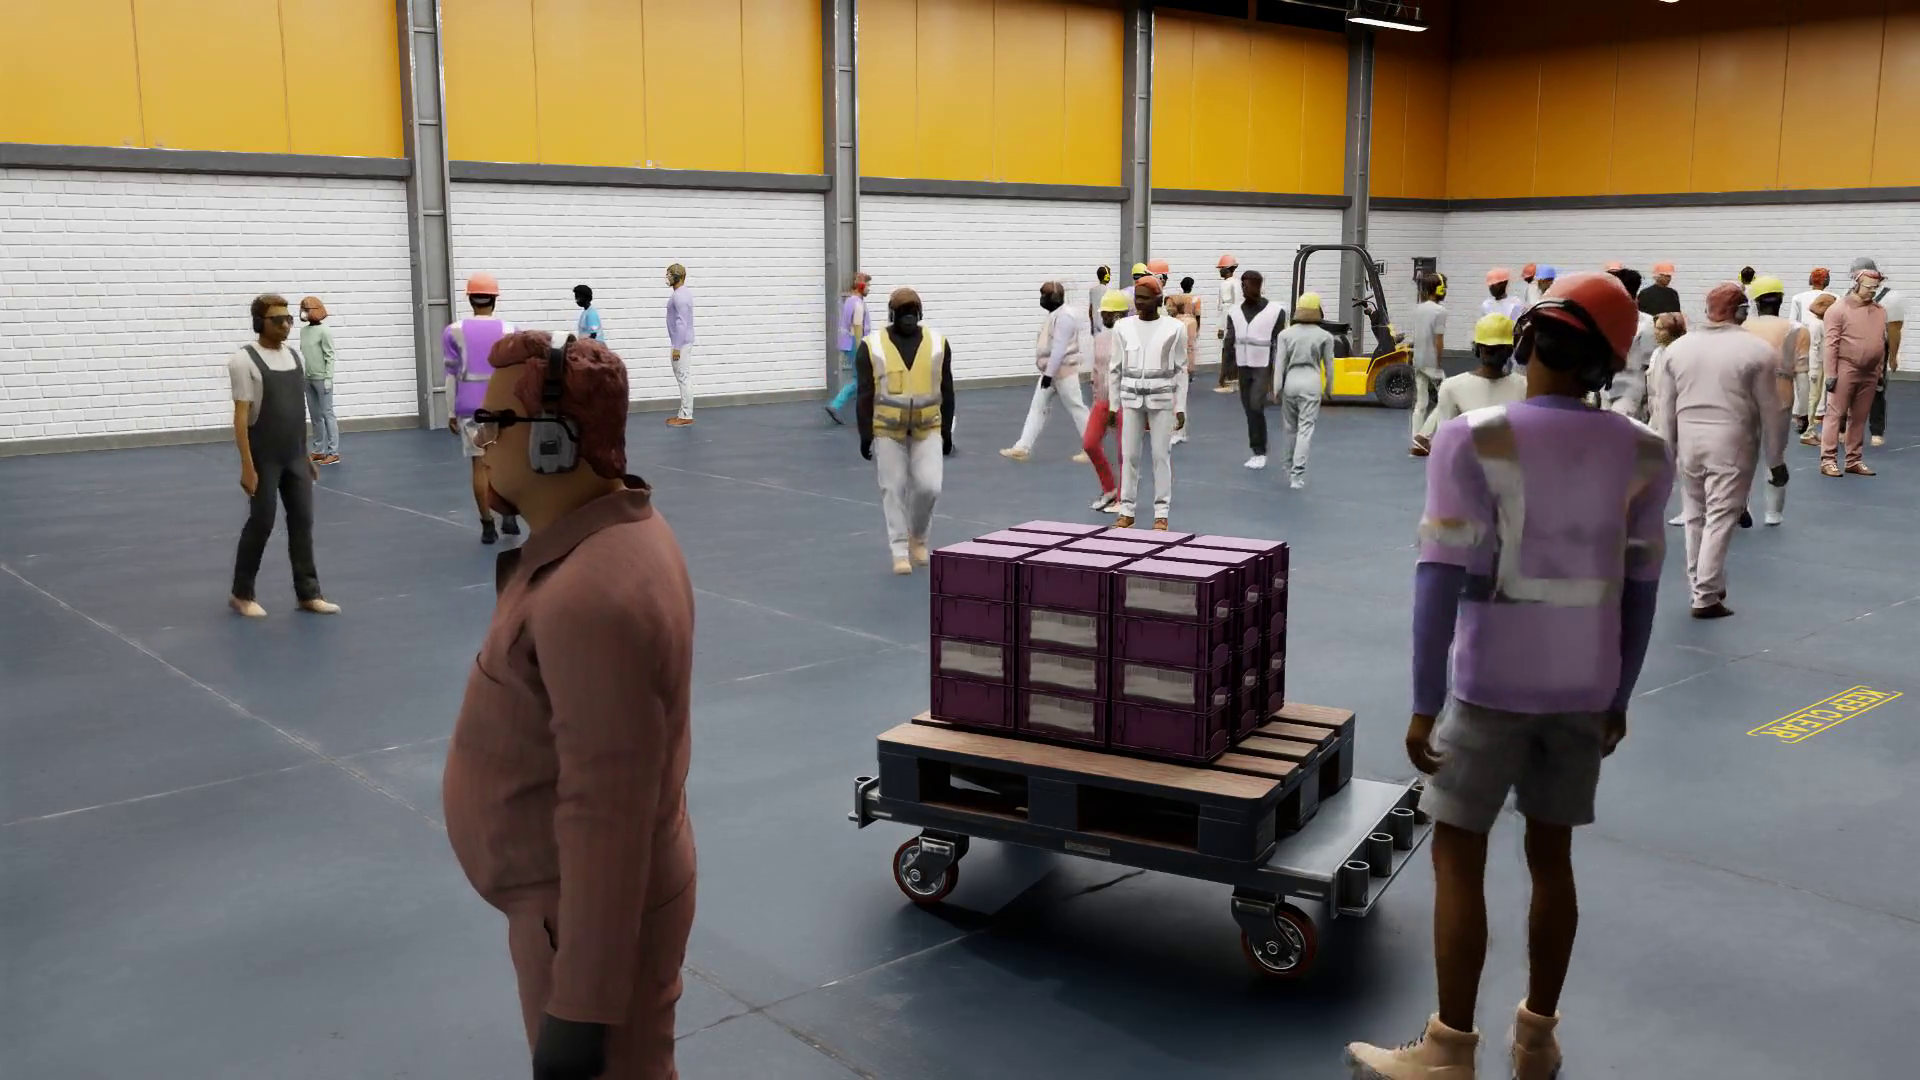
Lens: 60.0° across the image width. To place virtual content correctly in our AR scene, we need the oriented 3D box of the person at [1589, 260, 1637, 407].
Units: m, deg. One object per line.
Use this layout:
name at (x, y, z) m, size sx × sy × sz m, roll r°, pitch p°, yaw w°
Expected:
person at (8.493, -2.651, 21.690) m, size 0.655 × 1.968 × 0.489 m, roll 5°, pitch 11°, yaw 29°

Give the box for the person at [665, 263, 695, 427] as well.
person at (-3.336, -2.313, 19.780) m, size 0.372 × 1.940 × 0.632 m, roll -1°, pitch 10°, yaw -8°

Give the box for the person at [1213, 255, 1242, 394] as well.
person at (3.926, -3.173, 24.508) m, size 0.392 × 2.041 × 0.614 m, roll 5°, pitch 11°, yaw 28°

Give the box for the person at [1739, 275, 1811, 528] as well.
person at (5.968, -1.020, 12.354) m, size 0.609 × 1.890 × 0.768 m, roll 7°, pitch 12°, yaw 34°

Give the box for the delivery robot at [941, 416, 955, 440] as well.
delivery robot at (-0.412, -1.143, 16.701) m, size 0.707 × 0.478 × 0.477 m, roll -5°, pitch 11°, yaw -25°

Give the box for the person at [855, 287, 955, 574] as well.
person at (-0.346, -0.688, 10.594) m, size 0.648 × 1.826 × 0.448 m, roll -2°, pitch 10°, yaw -10°

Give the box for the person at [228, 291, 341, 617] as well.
person at (-3.839, -0.466, 9.326) m, size 0.506 × 1.855 × 0.529 m, roll 4°, pitch 11°, yaw 24°

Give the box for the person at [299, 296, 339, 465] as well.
person at (-6.276, -1.552, 16.220) m, size 0.500 × 1.633 × 0.280 m, roll 7°, pitch 12°, yaw 35°

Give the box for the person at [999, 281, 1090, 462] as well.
person at (0.937, -1.636, 16.309) m, size 1.011 × 1.784 × 0.619 m, roll -3°, pitch 10°, yaw -15°

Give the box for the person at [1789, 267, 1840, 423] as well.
person at (10.380, -2.362, 20.232) m, size 0.349 × 1.882 × 0.577 m, roll -9°, pitch 13°, yaw -43°

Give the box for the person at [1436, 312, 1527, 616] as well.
person at (2.726, -0.319, 8.682) m, size 0.531 × 1.748 × 0.603 m, roll 1°, pitch 10°, yaw 5°

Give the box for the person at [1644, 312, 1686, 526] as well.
person at (5.176, -0.892, 12.404) m, size 0.883 × 1.591 × 0.524 m, roll -1°, pitch 10°, yaw -5°

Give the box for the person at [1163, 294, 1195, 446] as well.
person at (2.261, -1.820, 17.844) m, size 0.552 × 1.621 × 0.525 m, roll -6°, pitch 11°, yaw -30°

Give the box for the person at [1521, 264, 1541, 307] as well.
person at (10.287, -4.021, 29.968) m, size 0.380 × 1.893 × 0.723 m, roll 4°, pitch 11°, yaw 24°

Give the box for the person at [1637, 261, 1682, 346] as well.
person at (9.256, -2.690, 21.922) m, size 0.621 × 1.949 × 0.906 m, roll -4°, pitch 10°, yaw -22°

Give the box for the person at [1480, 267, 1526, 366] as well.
person at (6.043, -2.073, 18.467) m, size 0.715 × 1.906 × 0.562 m, roll -8°, pitch 13°, yaw -40°

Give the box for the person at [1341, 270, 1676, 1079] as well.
person at (1.327, 0.359, 3.999) m, size 0.763 × 1.988 × 0.515 m, roll -2°, pitch 10°, yaw -11°

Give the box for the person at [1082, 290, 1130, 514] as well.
person at (1.193, -1.071, 13.031) m, size 0.408 × 1.748 × 0.550 m, roll -8°, pitch 13°, yaw -39°

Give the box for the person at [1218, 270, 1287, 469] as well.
person at (2.773, -1.616, 15.843) m, size 0.594 × 1.893 × 0.639 m, roll 8°, pitch 13°, yaw 40°

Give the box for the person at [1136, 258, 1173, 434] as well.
person at (2.223, -2.199, 18.947) m, size 0.381 × 1.994 × 0.619 m, roll -4°, pitch 11°, yaw -24°

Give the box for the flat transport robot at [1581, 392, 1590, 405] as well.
flat transport robot at (8.172, -1.980, 22.706) m, size 0.652 × 0.197 × 1.431 m, roll 2°, pitch 10°, yaw 14°

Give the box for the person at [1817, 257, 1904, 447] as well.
person at (9.613, -2.013, 17.728) m, size 0.670 × 2.000 × 0.769 m, roll -6°, pitch 11°, yaw -31°

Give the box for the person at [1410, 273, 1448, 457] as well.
person at (4.728, -1.745, 16.723) m, size 0.411 × 1.854 × 0.515 m, roll -4°, pitch 11°, yaw -23°

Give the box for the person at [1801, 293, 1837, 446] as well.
person at (9.206, -1.822, 17.820) m, size 0.309 × 1.625 × 0.503 m, roll 7°, pitch 12°, yaw 36°

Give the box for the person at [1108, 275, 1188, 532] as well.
person at (1.364, -0.978, 12.131) m, size 0.584 × 1.880 × 0.337 m, roll 3°, pitch 10°, yaw 20°

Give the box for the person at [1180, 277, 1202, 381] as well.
person at (3.643, -3.405, 26.914) m, size 0.538 × 1.690 × 0.320 m, roll 4°, pitch 11°, yaw 23°

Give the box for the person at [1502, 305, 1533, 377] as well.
person at (4.520, -1.045, 13.246) m, size 0.507 × 1.632 × 0.274 m, roll 6°, pitch 11°, yaw 31°

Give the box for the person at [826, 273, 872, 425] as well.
person at (-1.253, -2.234, 19.647) m, size 0.628 × 1.823 × 0.591 m, roll -2°, pitch 10°, yaw -14°

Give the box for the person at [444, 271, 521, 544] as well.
person at (-3.366, -0.940, 11.817) m, size 0.544 × 1.919 × 0.577 m, roll -3°, pitch 10°, yaw -16°

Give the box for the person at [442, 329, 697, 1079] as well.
person at (-0.624, 0.617, 2.715) m, size 0.403 × 1.911 × 0.637 m, roll -1°, pitch 10°, yaw -8°

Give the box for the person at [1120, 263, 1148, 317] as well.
person at (2.507, -2.917, 23.367) m, size 0.590 × 1.920 × 0.386 m, roll 0°, pitch 10°, yaw 0°

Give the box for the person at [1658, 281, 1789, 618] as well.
person at (4.325, -0.509, 9.415) m, size 0.578 × 1.901 × 0.655 m, roll -6°, pitch 12°, yaw -33°

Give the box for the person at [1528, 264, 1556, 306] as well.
person at (7.080, -2.342, 19.962) m, size 0.697 × 1.932 × 0.613 m, roll -6°, pitch 11°, yaw -31°

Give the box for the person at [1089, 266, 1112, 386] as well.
person at (2.223, -3.321, 25.879) m, size 0.327 × 1.874 × 0.517 m, roll -8°, pitch 13°, yaw -40°

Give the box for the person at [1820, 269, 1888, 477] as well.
person at (8.249, -1.529, 15.304) m, size 0.638 × 1.902 × 0.407 m, roll -2°, pitch 10°, yaw -14°

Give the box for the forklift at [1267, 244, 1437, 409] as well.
forklift at (5.256, -2.933, 22.661) m, size 2.313 × 2.155 × 1.214 m, roll 3°, pitch 10°, yaw 16°

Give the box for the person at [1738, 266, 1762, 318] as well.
person at (11.846, -3.198, 25.160) m, size 0.521 × 1.873 × 0.335 m, roll 3°, pitch 10°, yaw 16°

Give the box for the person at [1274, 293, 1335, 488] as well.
person at (3.054, -1.329, 14.713) m, size 0.500 × 1.688 × 0.894 m, roll 4°, pitch 10°, yaw 20°

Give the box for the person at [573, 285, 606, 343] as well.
person at (-4.434, -2.266, 20.264) m, size 0.474 × 1.678 × 0.674 m, roll -4°, pitch 10°, yaw -22°

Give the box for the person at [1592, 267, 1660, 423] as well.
person at (5.283, -1.168, 13.078) m, size 0.792 × 1.935 × 0.633 m, roll -4°, pitch 10°, yaw -21°
